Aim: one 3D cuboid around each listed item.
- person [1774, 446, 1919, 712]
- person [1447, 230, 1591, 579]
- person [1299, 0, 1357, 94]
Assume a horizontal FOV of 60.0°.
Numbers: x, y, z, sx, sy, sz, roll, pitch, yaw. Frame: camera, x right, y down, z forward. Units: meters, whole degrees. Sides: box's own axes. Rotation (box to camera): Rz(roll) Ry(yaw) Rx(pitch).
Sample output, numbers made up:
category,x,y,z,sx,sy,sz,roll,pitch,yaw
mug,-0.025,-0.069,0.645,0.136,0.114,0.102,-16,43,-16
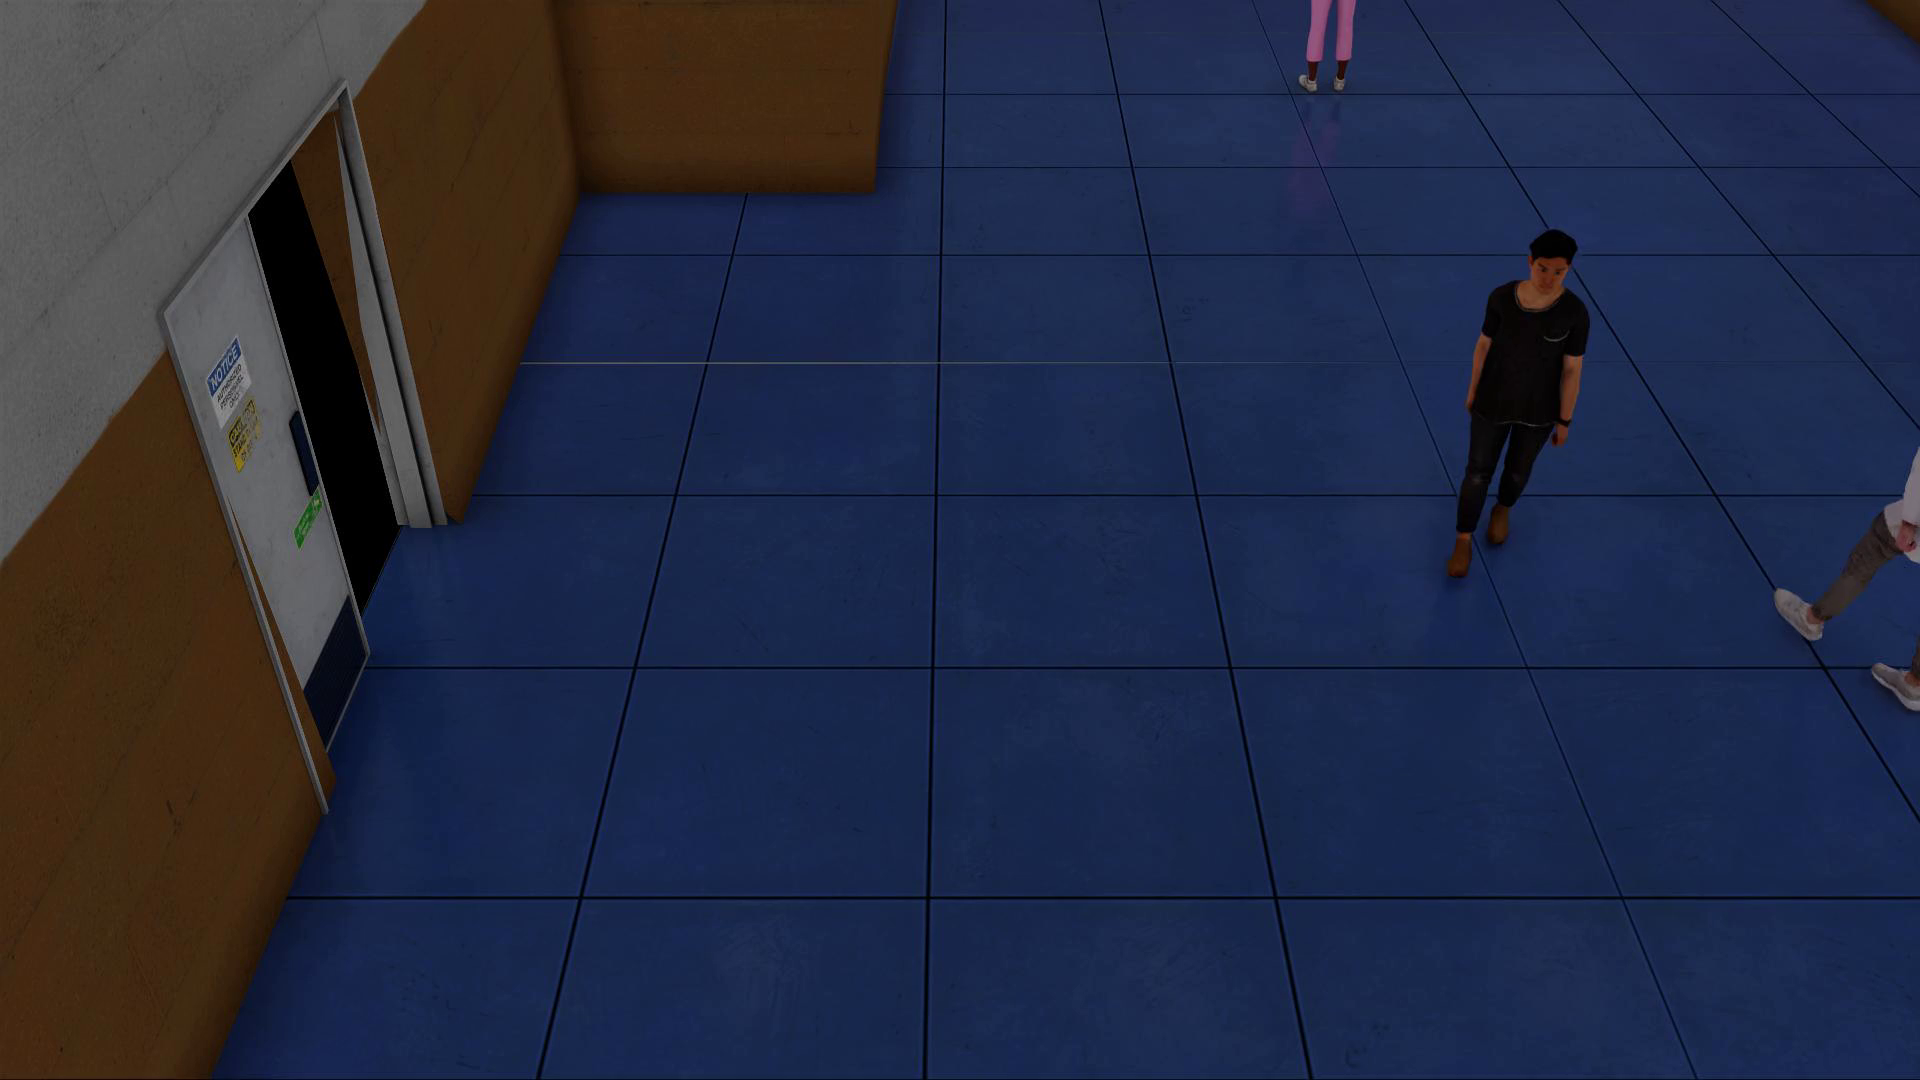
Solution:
category,x,y,z,sx,sy,sz,roll,pitch,yaw
person,4.056,-0.066,6.796,1.036,1.804,0.904,-9,38,-11
person,2.603,-0.682,7.712,0.961,1.690,0.919,15,39,19
person,2.801,-4.203,12.360,0.455,1.740,0.644,-2,37,-2
